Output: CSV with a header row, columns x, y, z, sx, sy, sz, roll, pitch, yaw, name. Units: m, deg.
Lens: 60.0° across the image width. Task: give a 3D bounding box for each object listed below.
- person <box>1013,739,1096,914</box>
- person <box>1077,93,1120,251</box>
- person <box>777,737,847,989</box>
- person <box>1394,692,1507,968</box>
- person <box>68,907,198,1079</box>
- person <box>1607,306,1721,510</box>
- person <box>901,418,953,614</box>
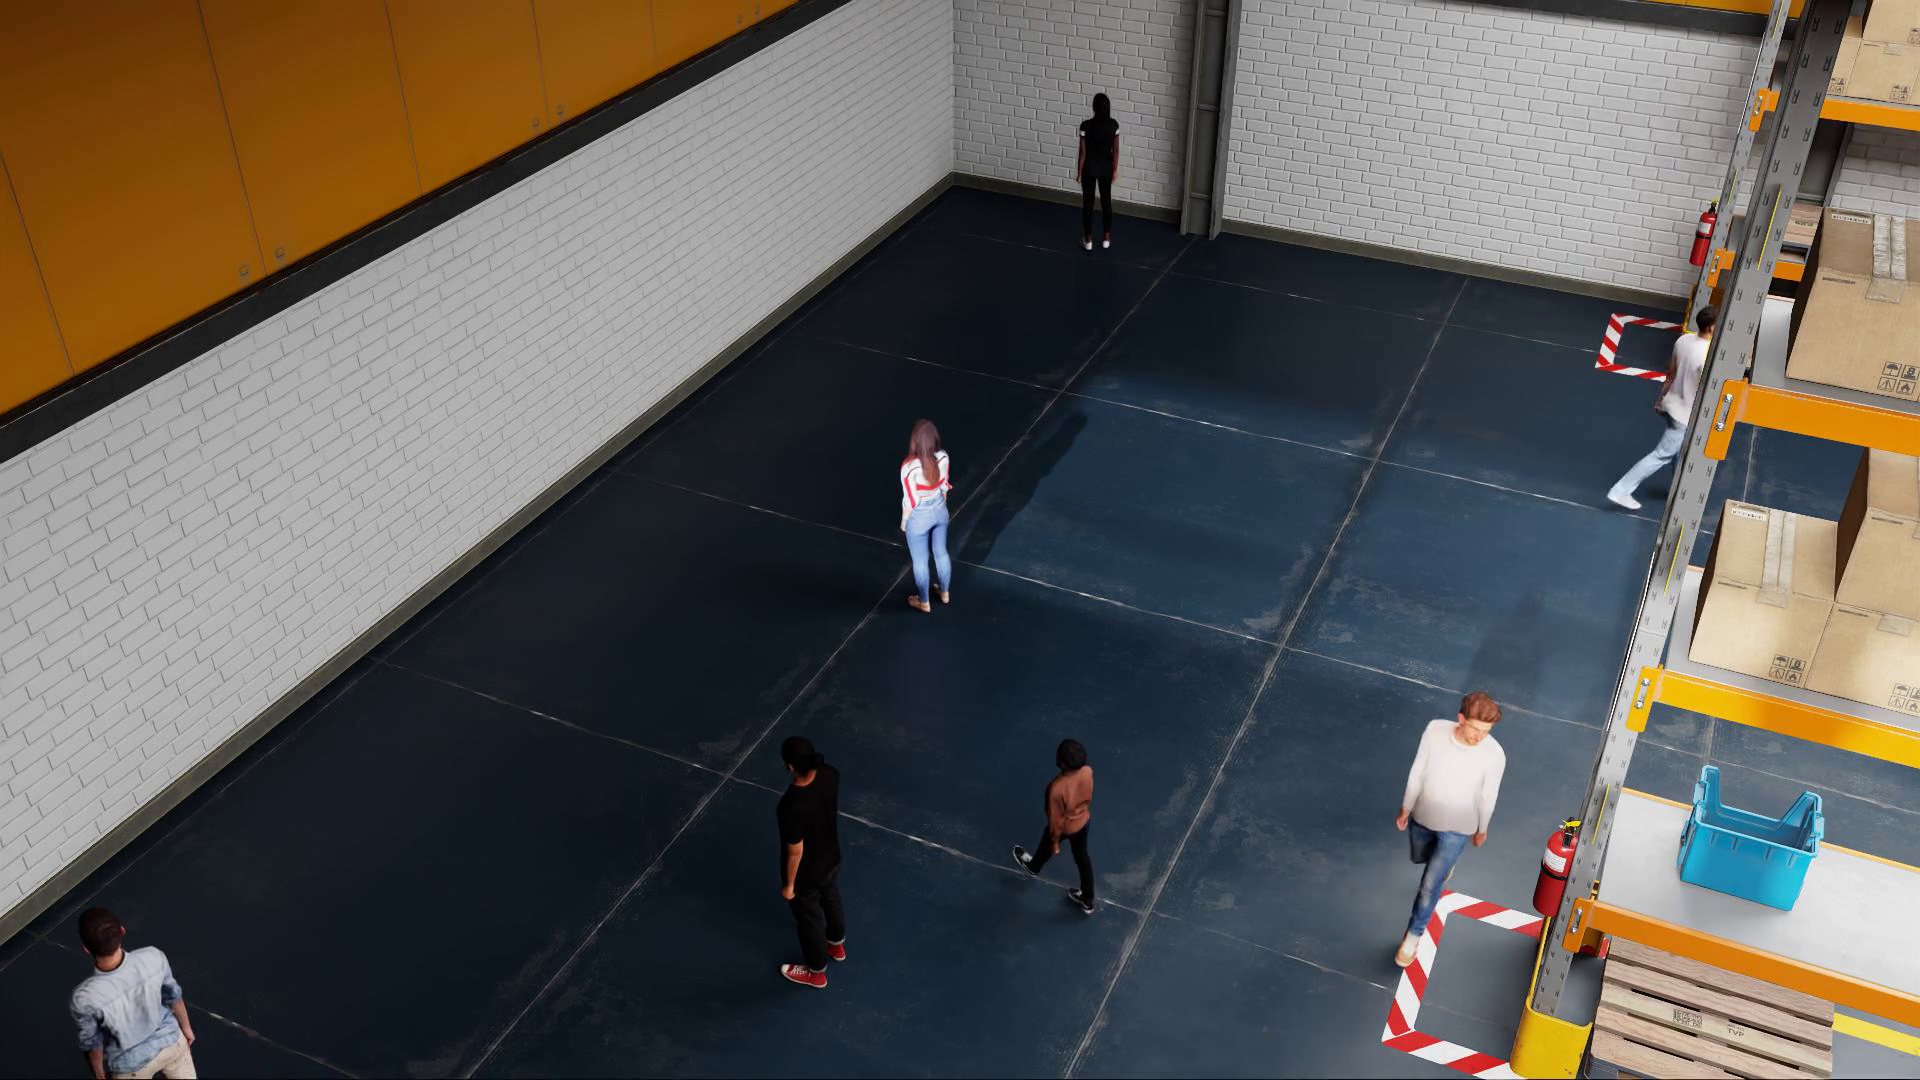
x,y,z,sx,sy,sz,roll,pitch,yaw,name
0.693,1.732,9.954,0.779,1.220,0.944,-24,40,-31,person
1.498,-4.027,18.158,0.676,1.730,0.763,-6,34,-10,person
-0.835,1.799,9.369,0.554,1.756,0.629,17,37,23,person
2.824,1.563,9.627,1.134,1.864,0.879,23,40,31,person
-4.012,2.536,8.178,0.675,1.848,0.722,27,42,34,person
5.807,-1.041,13.583,1.291,1.821,1.066,-2,34,-2,person
-0.250,-0.193,12.496,0.664,1.612,0.665,-22,40,-30,person
